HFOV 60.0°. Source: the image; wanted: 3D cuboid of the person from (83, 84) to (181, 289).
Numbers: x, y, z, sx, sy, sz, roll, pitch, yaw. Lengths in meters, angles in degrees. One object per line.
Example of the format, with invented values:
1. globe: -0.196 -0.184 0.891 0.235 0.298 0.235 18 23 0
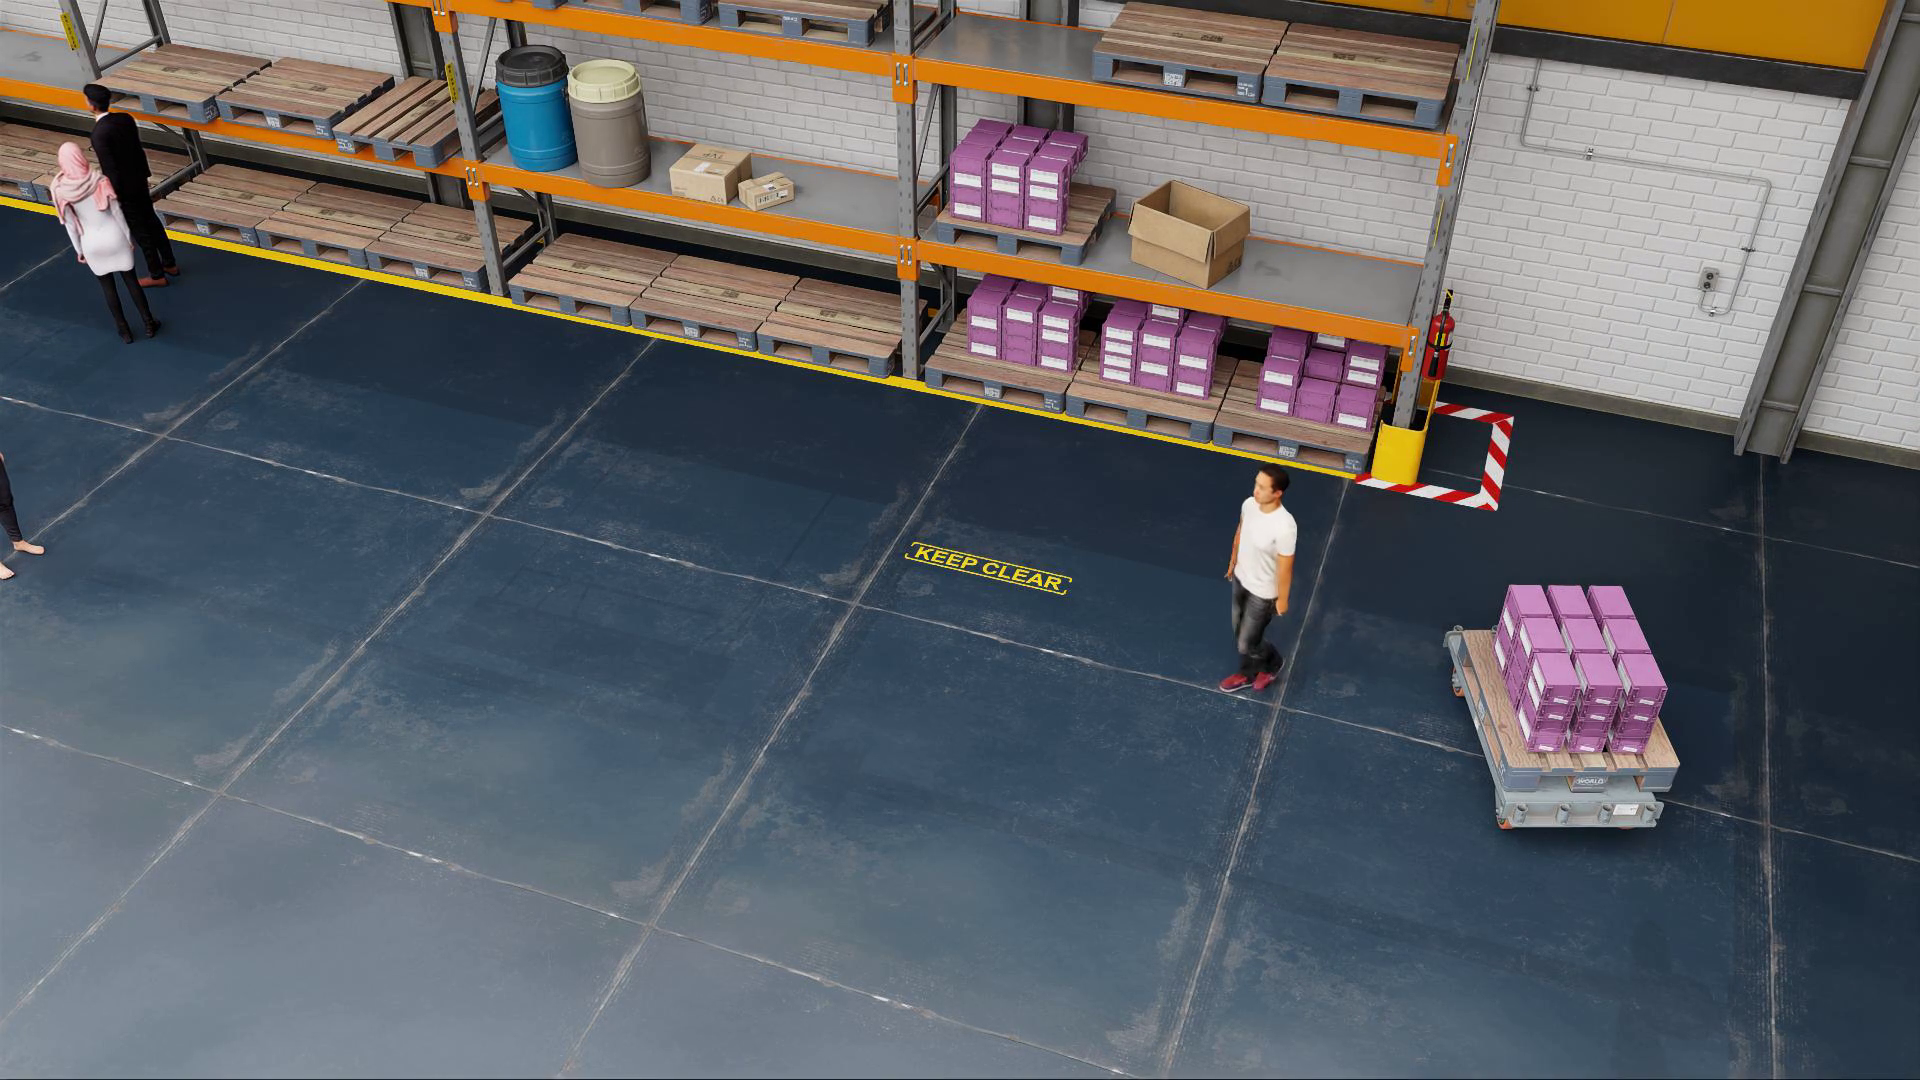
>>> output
1. person: -7.321 -3.123 14.652 0.623 1.882 0.746 5 39 6

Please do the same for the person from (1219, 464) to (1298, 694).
1. person: 1.961 0.261 10.487 0.875 1.793 0.816 -16 41 -19

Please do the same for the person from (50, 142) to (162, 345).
1. person: -7.161 -2.481 13.912 0.722 1.803 0.787 -15 41 -18
